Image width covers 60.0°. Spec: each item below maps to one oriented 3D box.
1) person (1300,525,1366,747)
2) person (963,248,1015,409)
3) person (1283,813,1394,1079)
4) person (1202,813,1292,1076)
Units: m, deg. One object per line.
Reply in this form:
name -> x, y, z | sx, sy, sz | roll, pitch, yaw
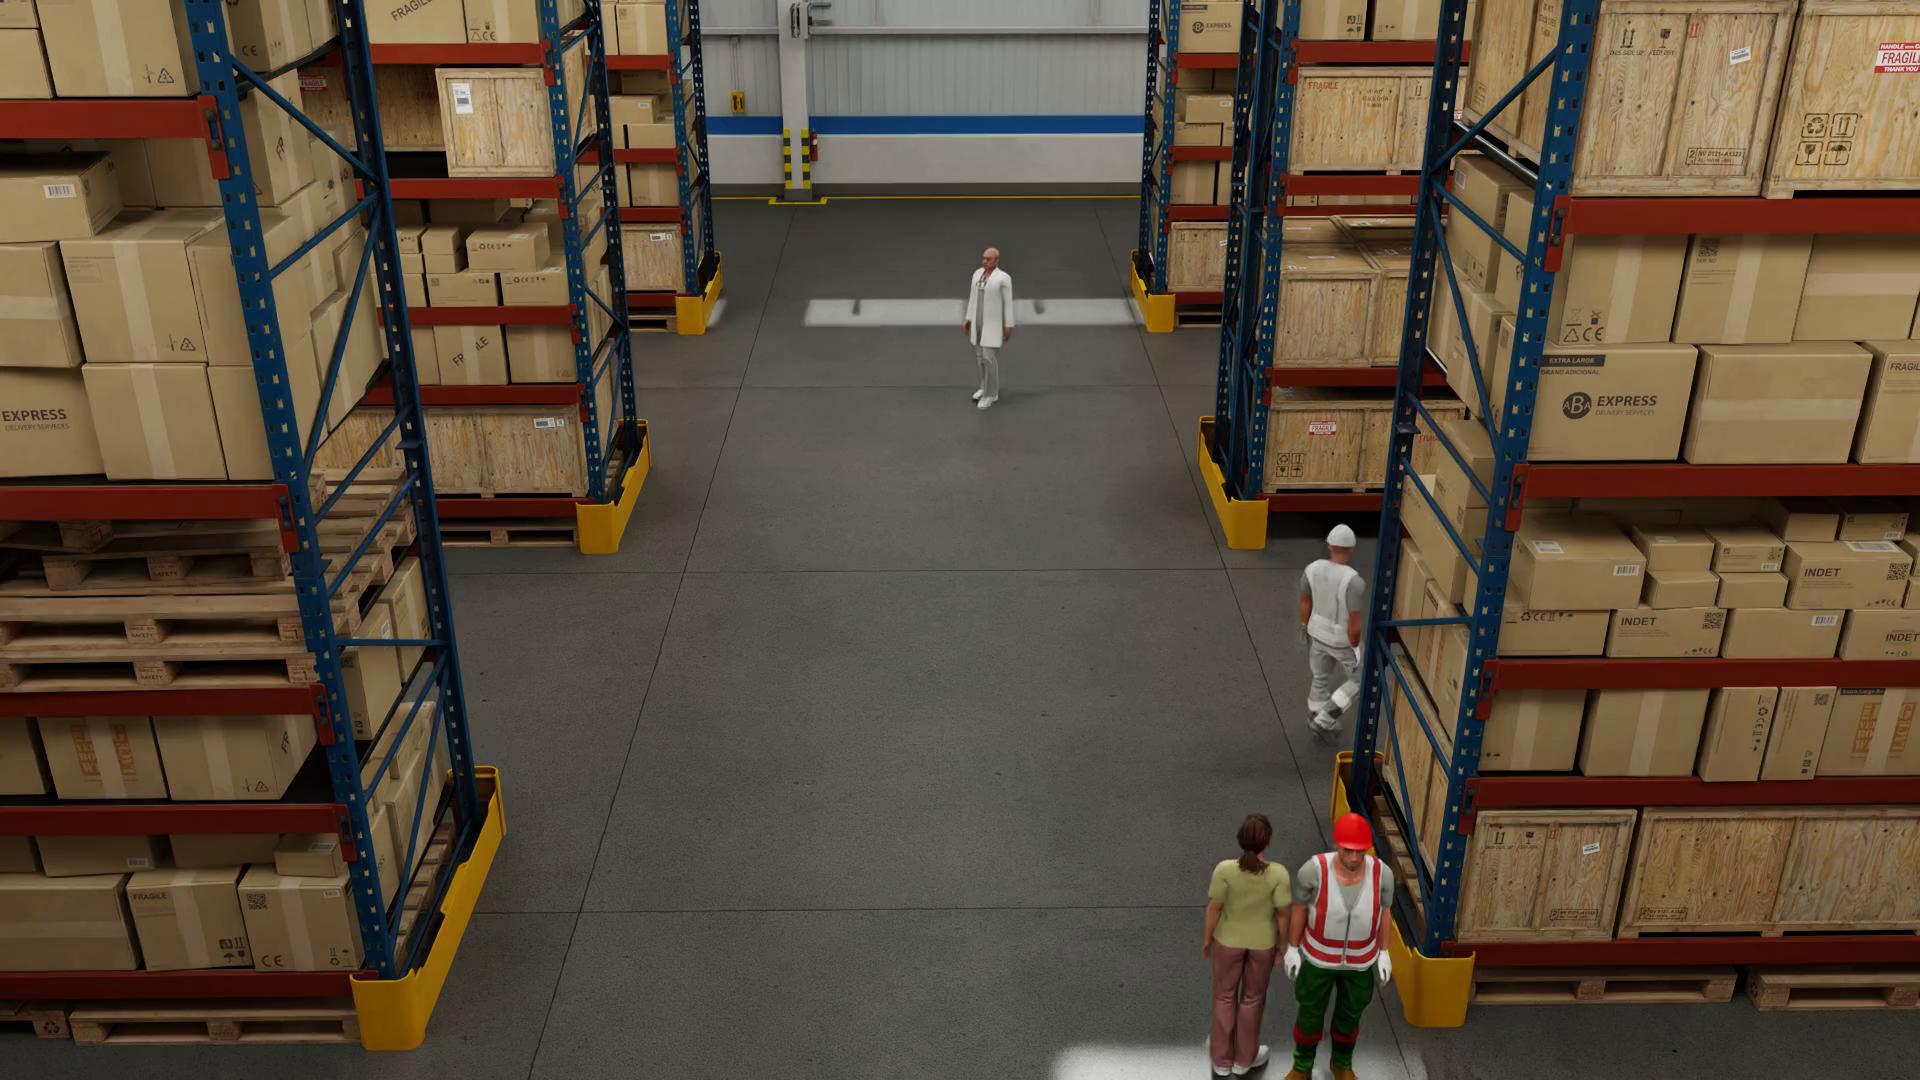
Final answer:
person -> 2.764, 0.725, 12.264 | 0.504, 1.788, 0.588 | -20, 31, -36
person -> 0.265, -2.443, 19.087 | 0.611, 1.808, 0.519 | 22, 33, 39
person -> 2.052, 2.257, 9.022 | 0.579, 1.808, 0.332 | 1, 25, 2
person -> 1.570, 2.231, 9.182 | 0.462, 1.679, 0.328 | 2, 25, 4
